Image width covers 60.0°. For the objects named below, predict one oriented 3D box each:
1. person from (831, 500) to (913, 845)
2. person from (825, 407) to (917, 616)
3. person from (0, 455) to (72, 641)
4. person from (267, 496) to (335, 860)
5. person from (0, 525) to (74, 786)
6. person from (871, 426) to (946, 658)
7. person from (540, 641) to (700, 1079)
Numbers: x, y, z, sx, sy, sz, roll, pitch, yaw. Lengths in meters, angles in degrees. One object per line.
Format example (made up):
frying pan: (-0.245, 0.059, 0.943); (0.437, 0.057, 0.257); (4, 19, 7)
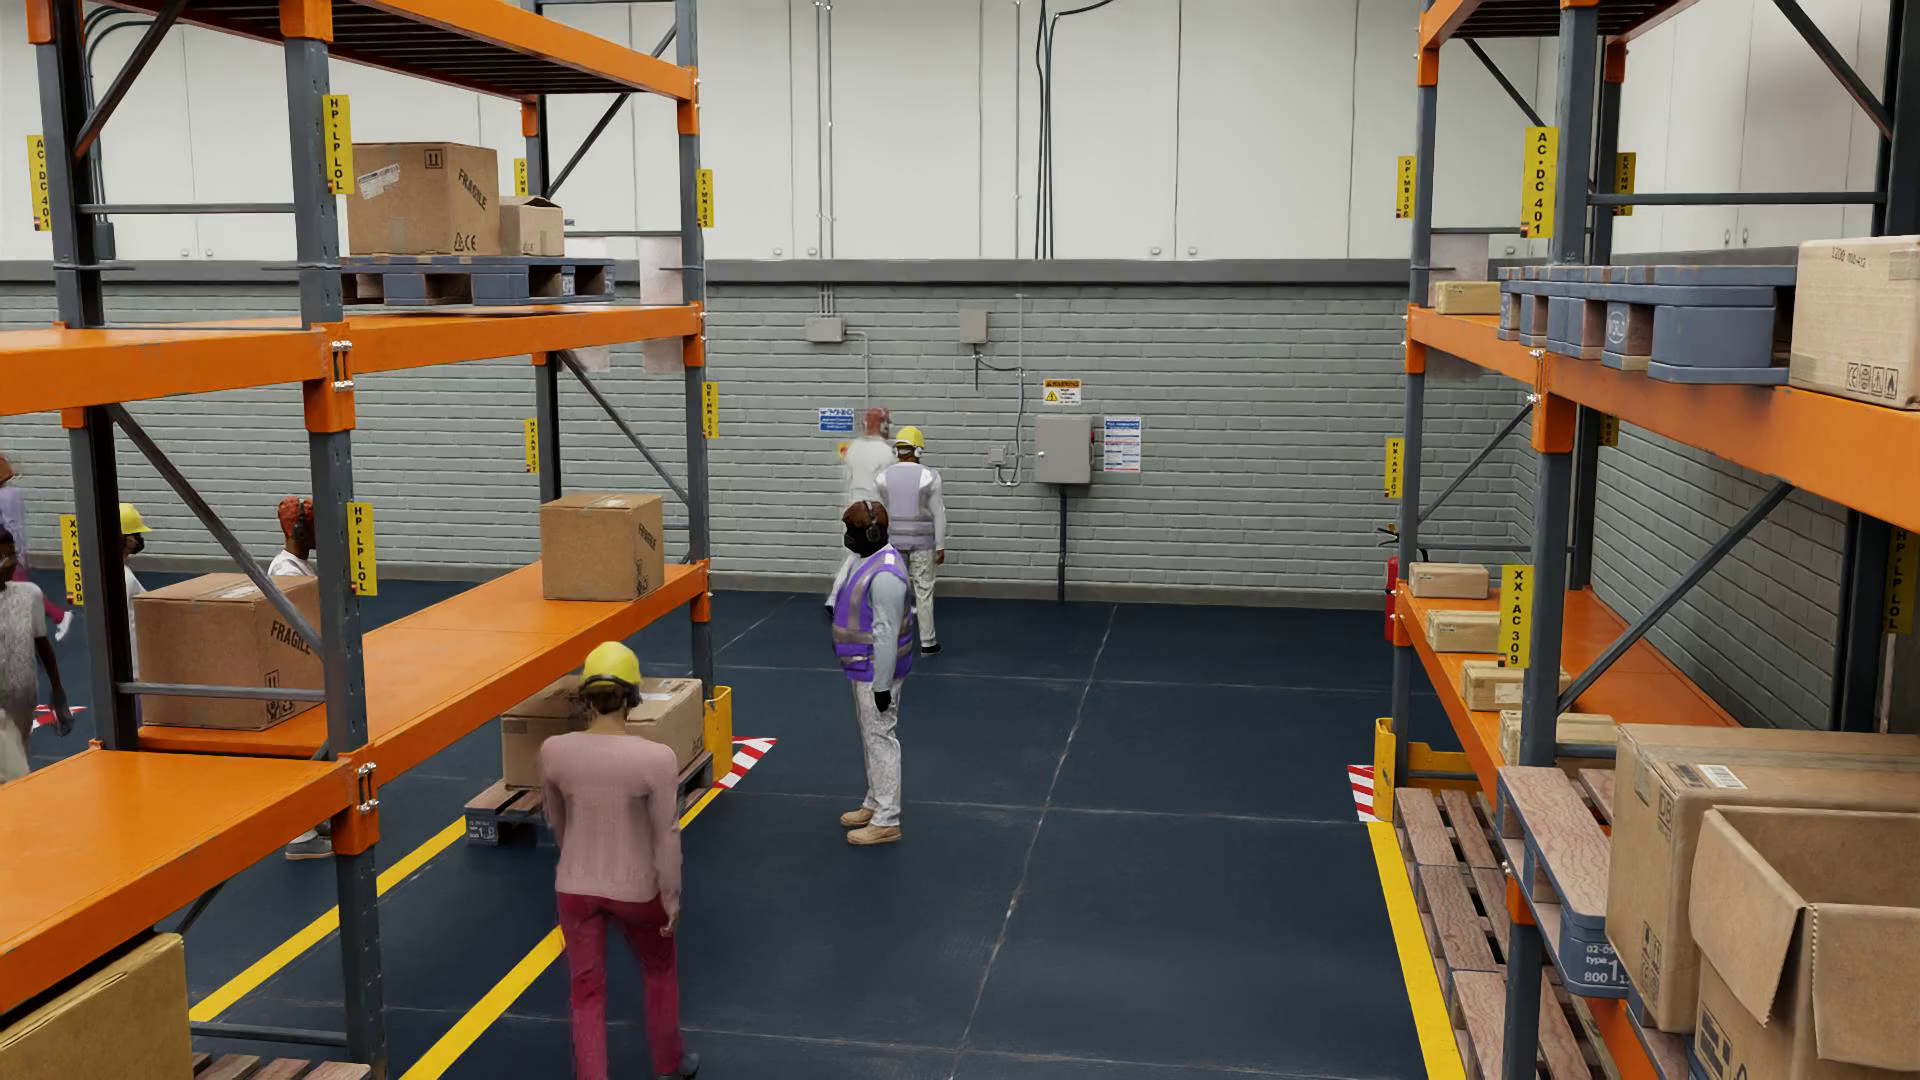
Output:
person: (-0.468, 0.695, 8.867); (0.429, 1.837, 0.627); (-2, 9, -11)
person: (-0.771, -0.221, 14.412); (0.936, 1.874, 0.661); (-8, 12, -41)
person: (-7.534, 0.098, 13.232); (0.505, 1.615, 0.691); (7, 12, 38)
person: (-3.408, 0.709, 8.633); (0.359, 1.880, 0.575); (-3, 10, -20)
person: (-4.698, 0.810, 8.154); (0.923, 1.835, 0.530); (4, 10, 23)
person: (-0.392, 0.018, 13.057); (0.588, 1.822, 0.403); (2, 9, 13)
person: (-1.210, 1.208, 5.961); (0.531, 1.734, 0.712); (1, 9, 5)
